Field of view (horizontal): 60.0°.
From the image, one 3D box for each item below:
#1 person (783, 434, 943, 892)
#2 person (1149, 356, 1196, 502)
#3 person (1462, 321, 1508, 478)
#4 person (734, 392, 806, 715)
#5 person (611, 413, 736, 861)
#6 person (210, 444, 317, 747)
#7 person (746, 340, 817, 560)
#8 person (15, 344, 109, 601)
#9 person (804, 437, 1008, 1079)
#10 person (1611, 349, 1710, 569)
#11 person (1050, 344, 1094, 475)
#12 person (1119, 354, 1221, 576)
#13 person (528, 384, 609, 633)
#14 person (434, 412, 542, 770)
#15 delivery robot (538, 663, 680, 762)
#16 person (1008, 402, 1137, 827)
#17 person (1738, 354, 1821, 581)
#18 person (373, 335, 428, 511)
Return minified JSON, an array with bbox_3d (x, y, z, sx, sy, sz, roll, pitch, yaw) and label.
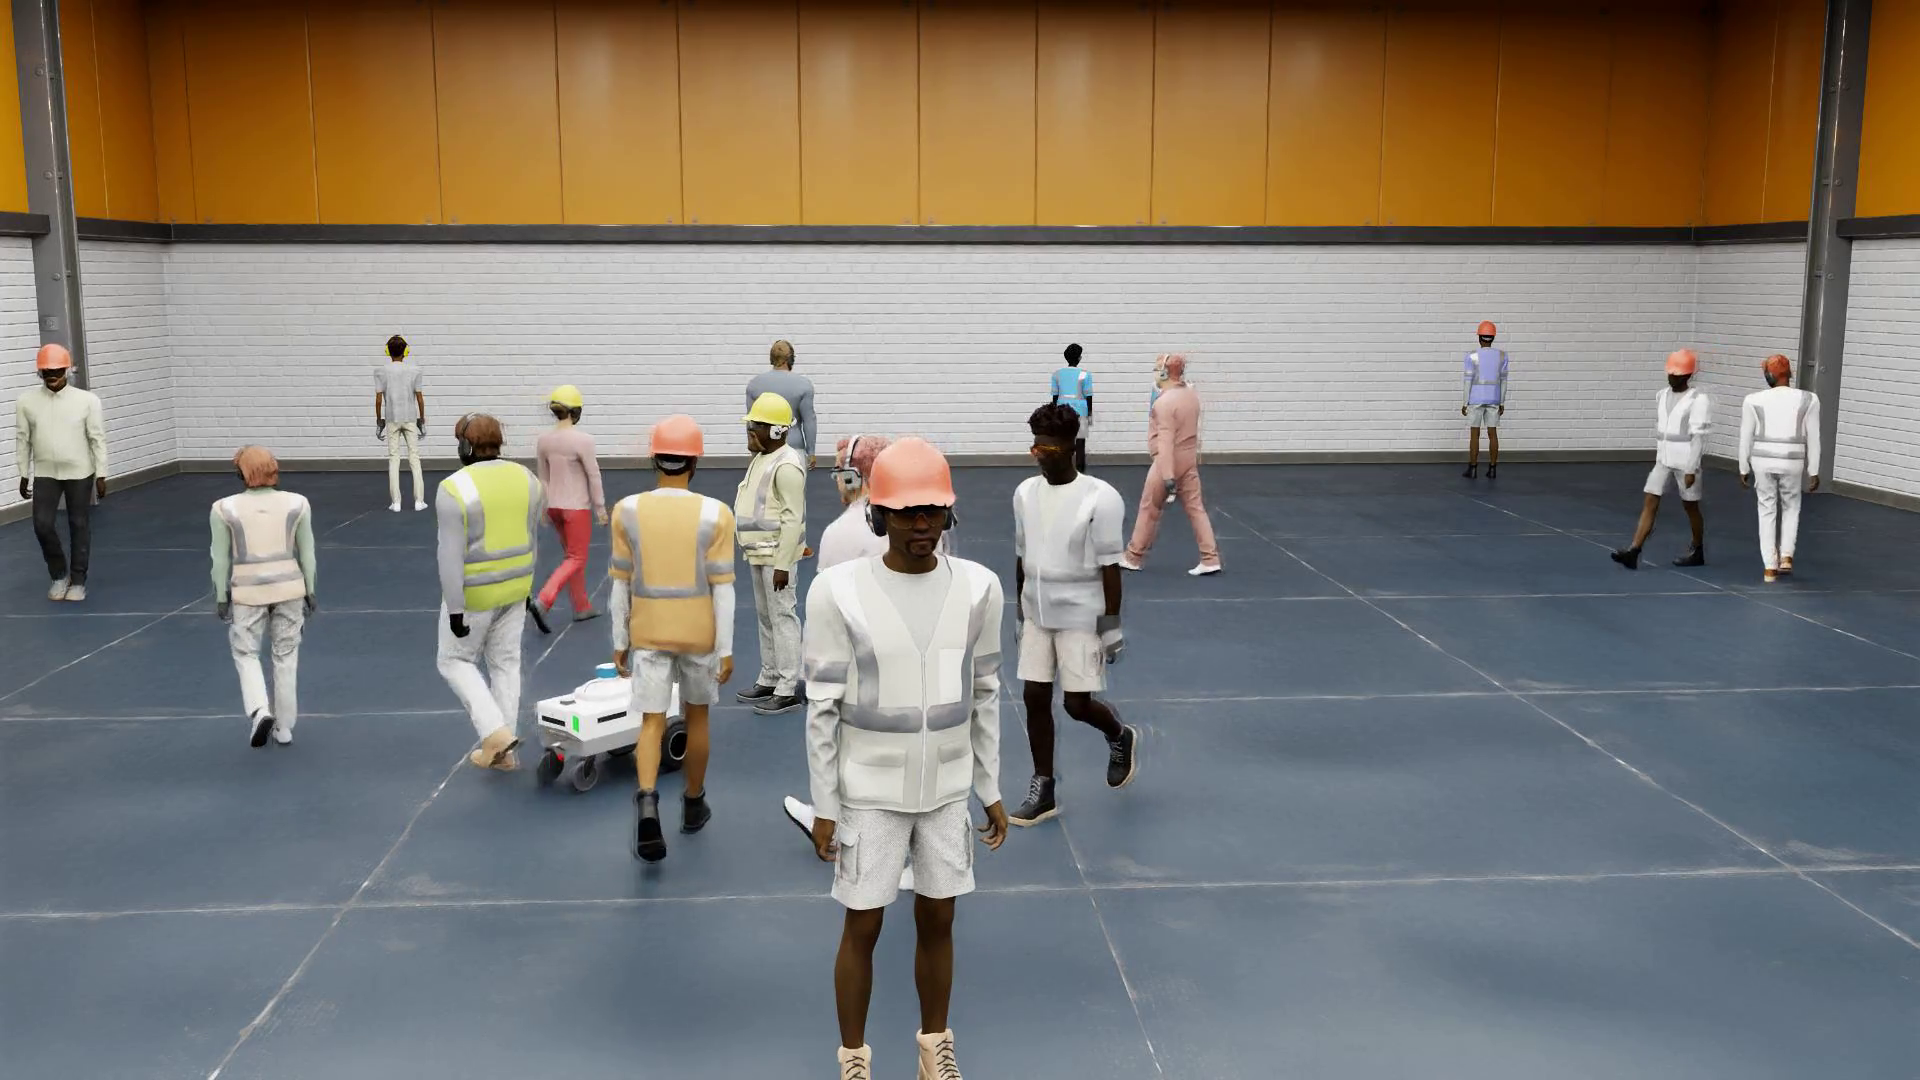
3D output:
[{"bbox_3d":[-0.418,0.493,6.852,0.996,1.846,0.646,6,11,33],"label":"person"},{"bbox_3d":[2.385,-1.255,18.559,0.521,1.619,0.685,4,10,24],"label":"person"},{"bbox_3d":[6.448,-1.721,20.487,0.545,1.938,0.356,0,9,-1],"label":"person"},{"bbox_3d":[-1.091,0.072,9.542,0.404,1.837,0.590,-4,10,-24],"label":"person"},{"bbox_3d":[-1.242,0.412,7.191,0.551,1.912,0.823,0,9,0],"label":"person"},{"bbox_3d":[-3.625,0.311,8.718,0.517,1.625,0.439,-5,10,-29],"label":"person"},{"bbox_3d":[-1.558,-0.784,14.603,0.635,1.936,0.352,2,9,14],"label":"person"},{"bbox_3d":[-6.845,-0.500,12.681,0.650,1.977,0.476,-3,10,-18],"label":"person"},{"bbox_3d":[-0.143,0.720,4.828,0.605,2.045,0.382,-3,10,-20],"label":"person"},{"bbox_3d":[6.016,-0.664,14.038,1.020,1.872,0.562,-4,10,-25],"label":"person"},{"bbox_3d":[1.331,-1.469,19.661,0.537,1.696,0.318,4,10,24],"label":"person"},{"bbox_3d":[1.754,-0.625,13.884,1.020,1.853,0.635,7,11,37],"label":"person"},{"bbox_3d":[-2.798,-0.229,11.741,0.526,1.737,0.775,6,11,34],"label":"person"},{"bbox_3d":[-2.365,0.270,8.319,0.443,1.826,0.634,7,11,38],"label":"person"},{"bbox_3d":[-1.748,0.861,8.308,0.477,0.478,0.707,7,12,39],"label":"delivery robot"},{"bbox_3d":[0.519,0.322,7.640,0.615,1.940,0.694,8,12,41],"label":"person"},{"bbox_3d":[6.708,-0.589,13.629,0.619,1.856,0.453,4,10,26],"label":"person"},{"bbox_3d":[-5.937,-1.232,17.642,0.513,1.867,0.331,-3,10,-18],"label":"person"}]
